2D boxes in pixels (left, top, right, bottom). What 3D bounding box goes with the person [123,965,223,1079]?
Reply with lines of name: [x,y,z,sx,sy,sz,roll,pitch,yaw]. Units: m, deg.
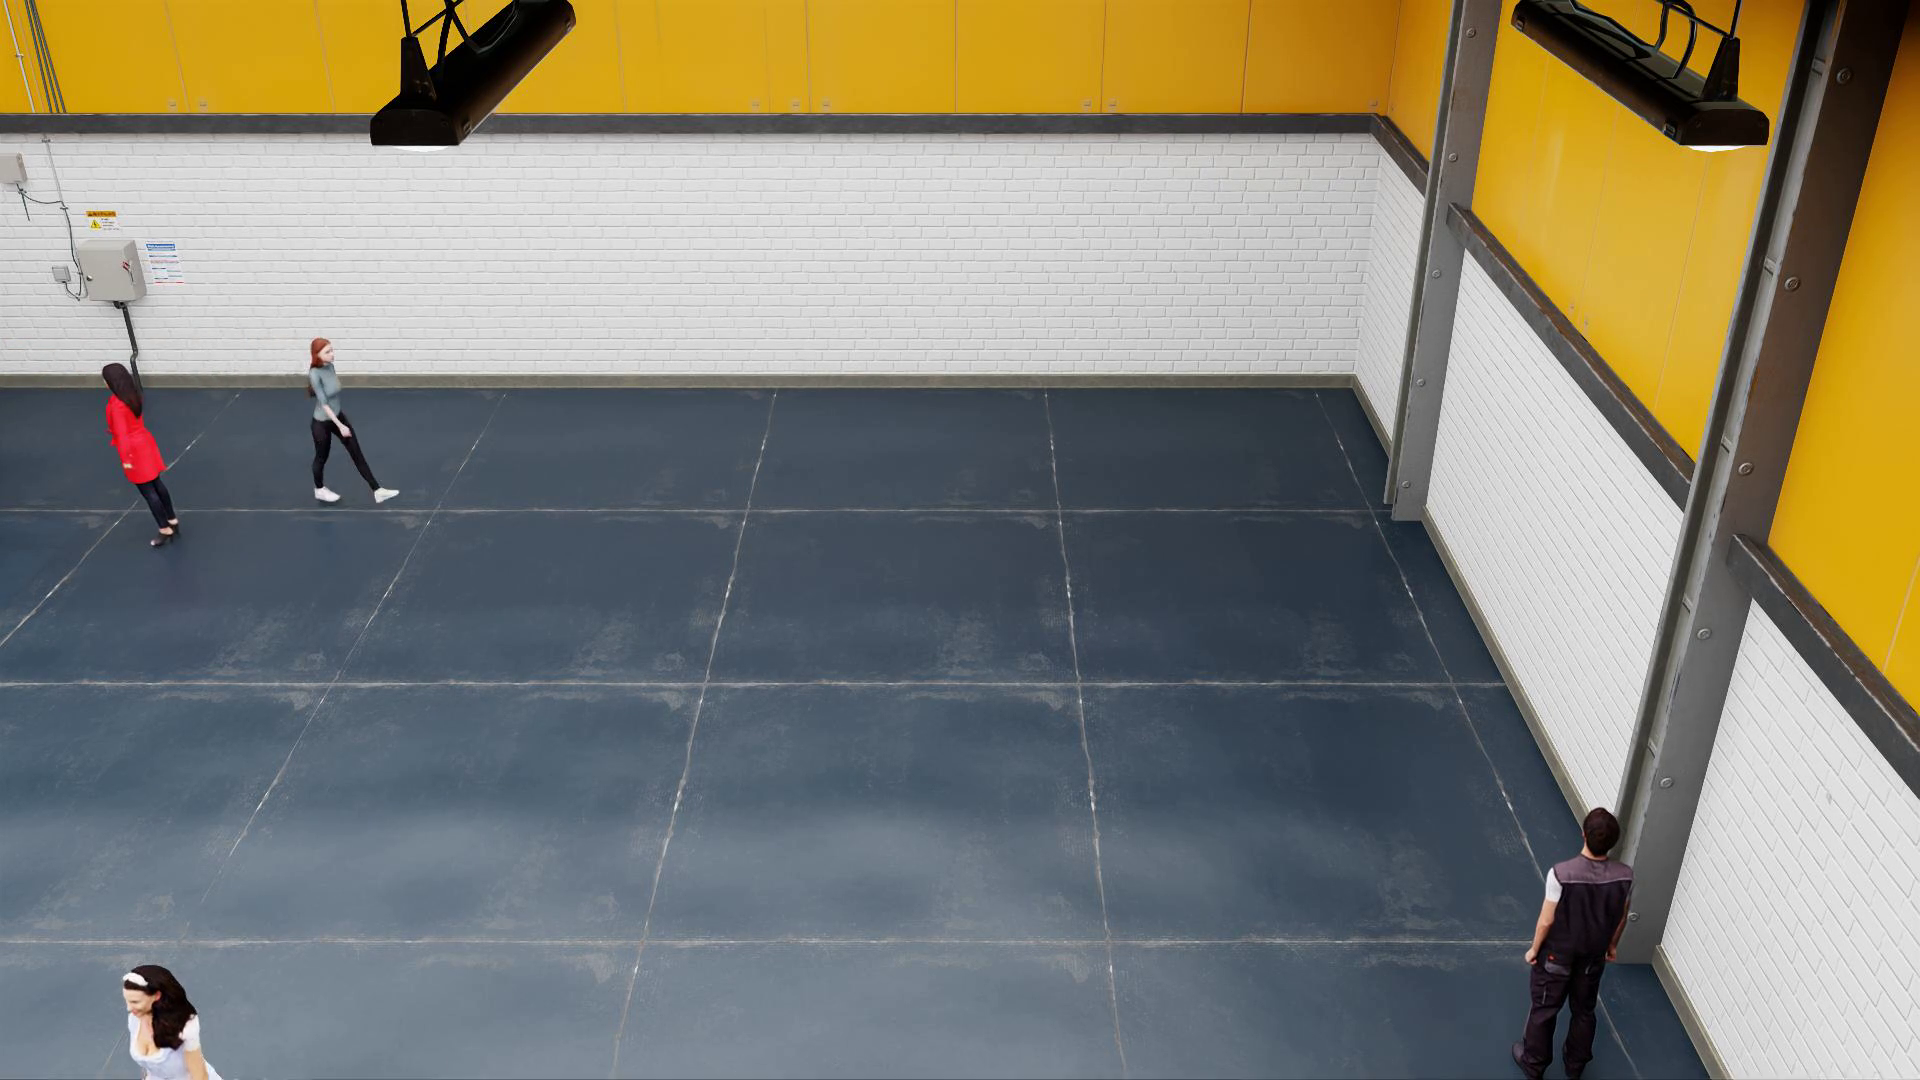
person: [-3.851,2.817,8.423,0.844,1.799,1.066,8,30,14]

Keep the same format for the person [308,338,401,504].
person: [-6.010,-1.069,15.661,0.824,1.690,1.109,7,29,12]

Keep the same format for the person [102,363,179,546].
person: [-7.432,-0.783,15.082,0.702,1.742,0.589,-3,29,-6]

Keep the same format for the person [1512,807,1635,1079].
person: [3.450,2.287,9.343,0.654,1.848,0.560,0,29,-1]
